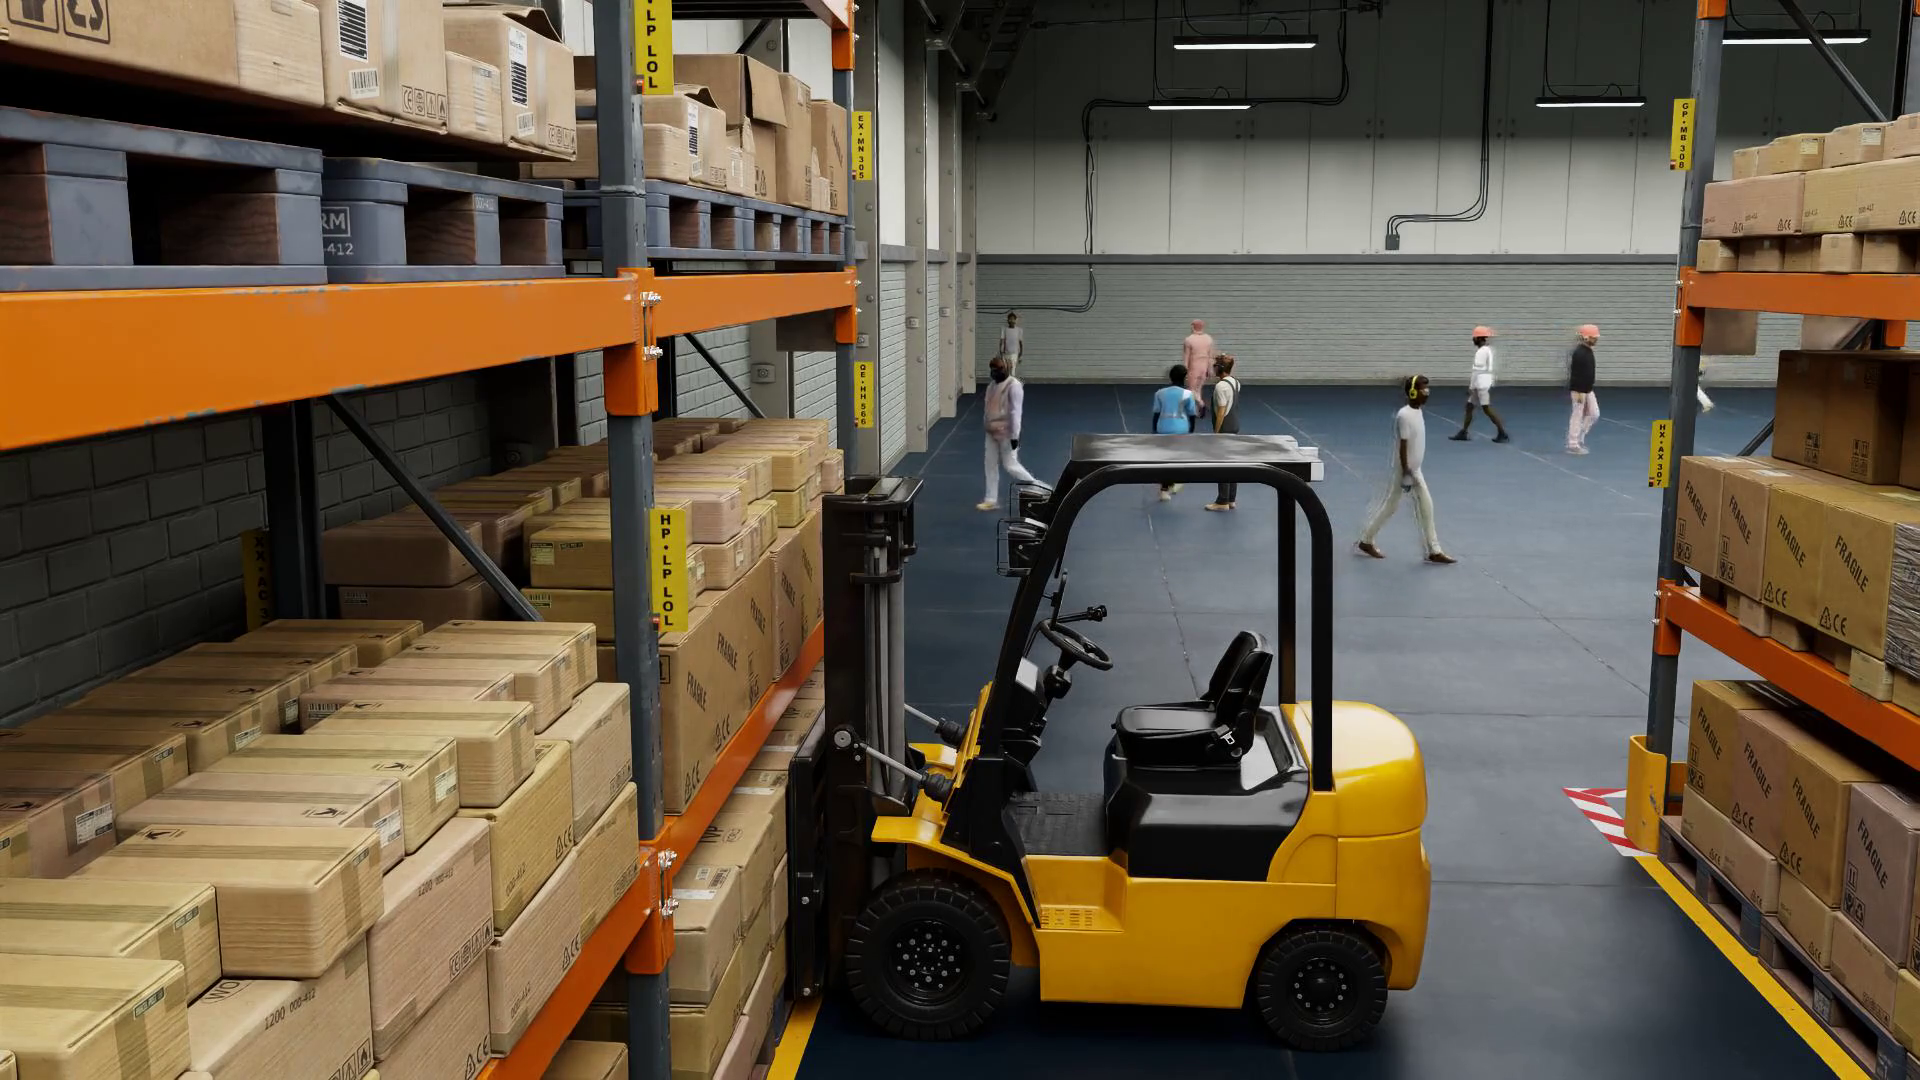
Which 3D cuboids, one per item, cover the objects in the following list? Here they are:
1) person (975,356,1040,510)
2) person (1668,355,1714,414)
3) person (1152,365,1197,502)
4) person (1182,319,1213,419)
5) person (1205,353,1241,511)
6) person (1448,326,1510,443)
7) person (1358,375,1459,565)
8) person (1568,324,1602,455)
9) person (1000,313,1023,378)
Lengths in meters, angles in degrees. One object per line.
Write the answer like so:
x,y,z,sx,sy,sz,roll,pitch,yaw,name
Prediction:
0.565,-1.258,19.541,0.756,1.816,0.635,-6,11,-33,person
14.213,-3.339,32.195,0.856,1.816,0.631,9,13,43,person
2.652,-1.310,20.321,0.532,1.651,0.860,6,11,34,person
4.403,-3.149,30.798,0.650,1.887,0.709,-5,11,-29,person
3.078,-1.254,19.432,0.344,1.847,0.505,6,11,32,person
8.503,-2.523,26.997,0.972,1.896,0.560,4,10,25,person
4.331,-0.684,16.081,1.006,1.827,0.529,7,12,38,person
9.451,-2.273,25.189,0.435,1.975,0.634,9,13,43,person
1.142,-4.140,36.996,0.506,1.830,0.992,2,10,11,person
